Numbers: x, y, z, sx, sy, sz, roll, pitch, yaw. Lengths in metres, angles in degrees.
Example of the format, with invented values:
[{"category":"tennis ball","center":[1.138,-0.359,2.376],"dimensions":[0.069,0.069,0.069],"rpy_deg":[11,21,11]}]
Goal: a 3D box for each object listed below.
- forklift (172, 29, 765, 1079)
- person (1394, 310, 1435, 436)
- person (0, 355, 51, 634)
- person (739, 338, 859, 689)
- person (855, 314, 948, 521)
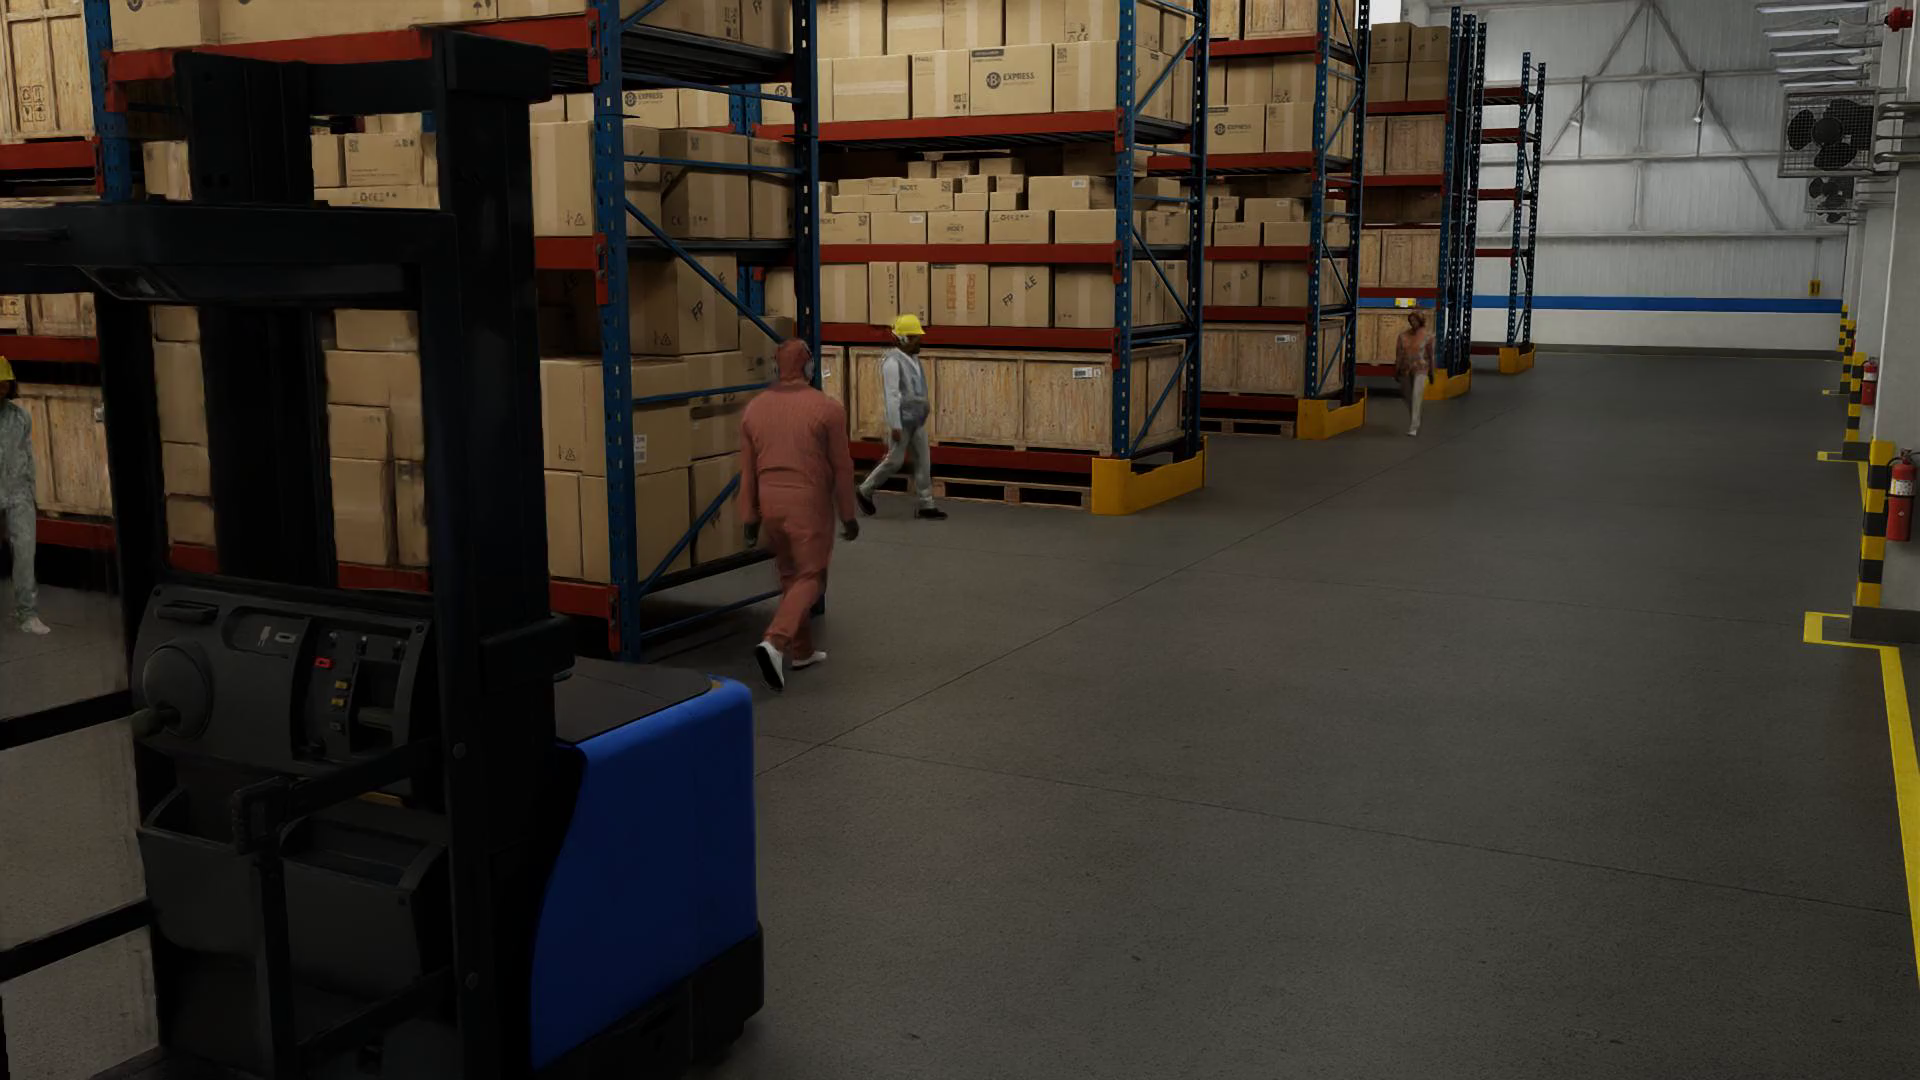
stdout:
[{"category":"forklift","center":[-1.449,0.171,4.254],"dimensions":[1.129,2.768,1.873],"rpy_deg":[5,11,27]},{"category":"person","center":[5.892,-2.165,21.463],"dimensions":[0.506,1.606,0.711],"rpy_deg":[7,12,37]},{"category":"person","center":[-5.934,-0.279,10.197],"dimensions":[0.646,1.727,0.492],"rpy_deg":[5,11,26]},{"category":"person","center":[-0.926,-0.152,9.040],"dimensions":[0.637,1.877,0.842],"rpy_deg":[5,11,28]},{"category":"person","center":[-0.525,-1.070,14.535],"dimensions":[0.813,1.807,0.596],"rpy_deg":[5,11,25]}]
